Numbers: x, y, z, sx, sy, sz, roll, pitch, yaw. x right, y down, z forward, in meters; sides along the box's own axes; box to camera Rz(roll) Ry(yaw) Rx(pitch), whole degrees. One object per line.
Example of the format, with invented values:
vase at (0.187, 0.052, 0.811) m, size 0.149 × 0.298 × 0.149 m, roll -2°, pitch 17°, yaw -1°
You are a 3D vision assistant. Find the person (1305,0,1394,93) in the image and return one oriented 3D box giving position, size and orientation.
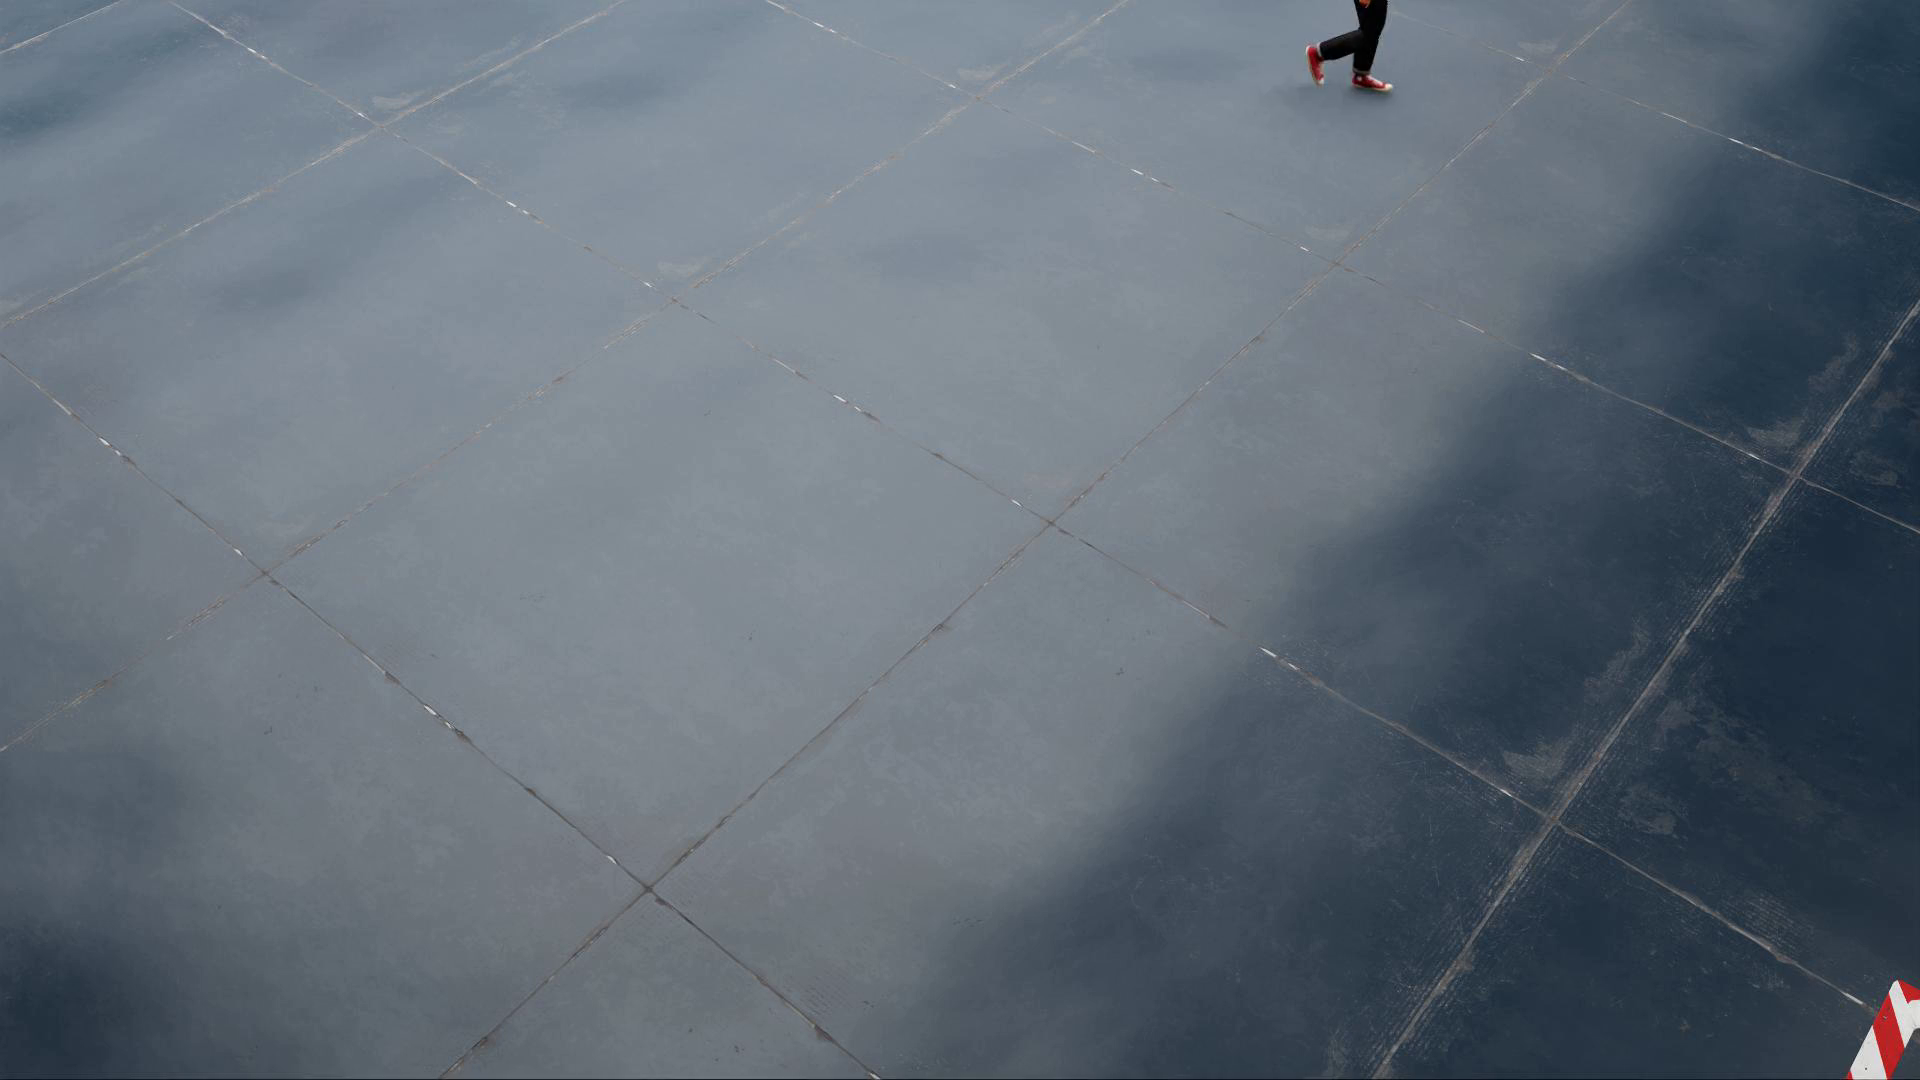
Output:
person at (2.778, -3.887, 11.468) m, size 0.997 × 1.748 × 0.870 m, roll 15°, pitch 49°, yaw 13°
